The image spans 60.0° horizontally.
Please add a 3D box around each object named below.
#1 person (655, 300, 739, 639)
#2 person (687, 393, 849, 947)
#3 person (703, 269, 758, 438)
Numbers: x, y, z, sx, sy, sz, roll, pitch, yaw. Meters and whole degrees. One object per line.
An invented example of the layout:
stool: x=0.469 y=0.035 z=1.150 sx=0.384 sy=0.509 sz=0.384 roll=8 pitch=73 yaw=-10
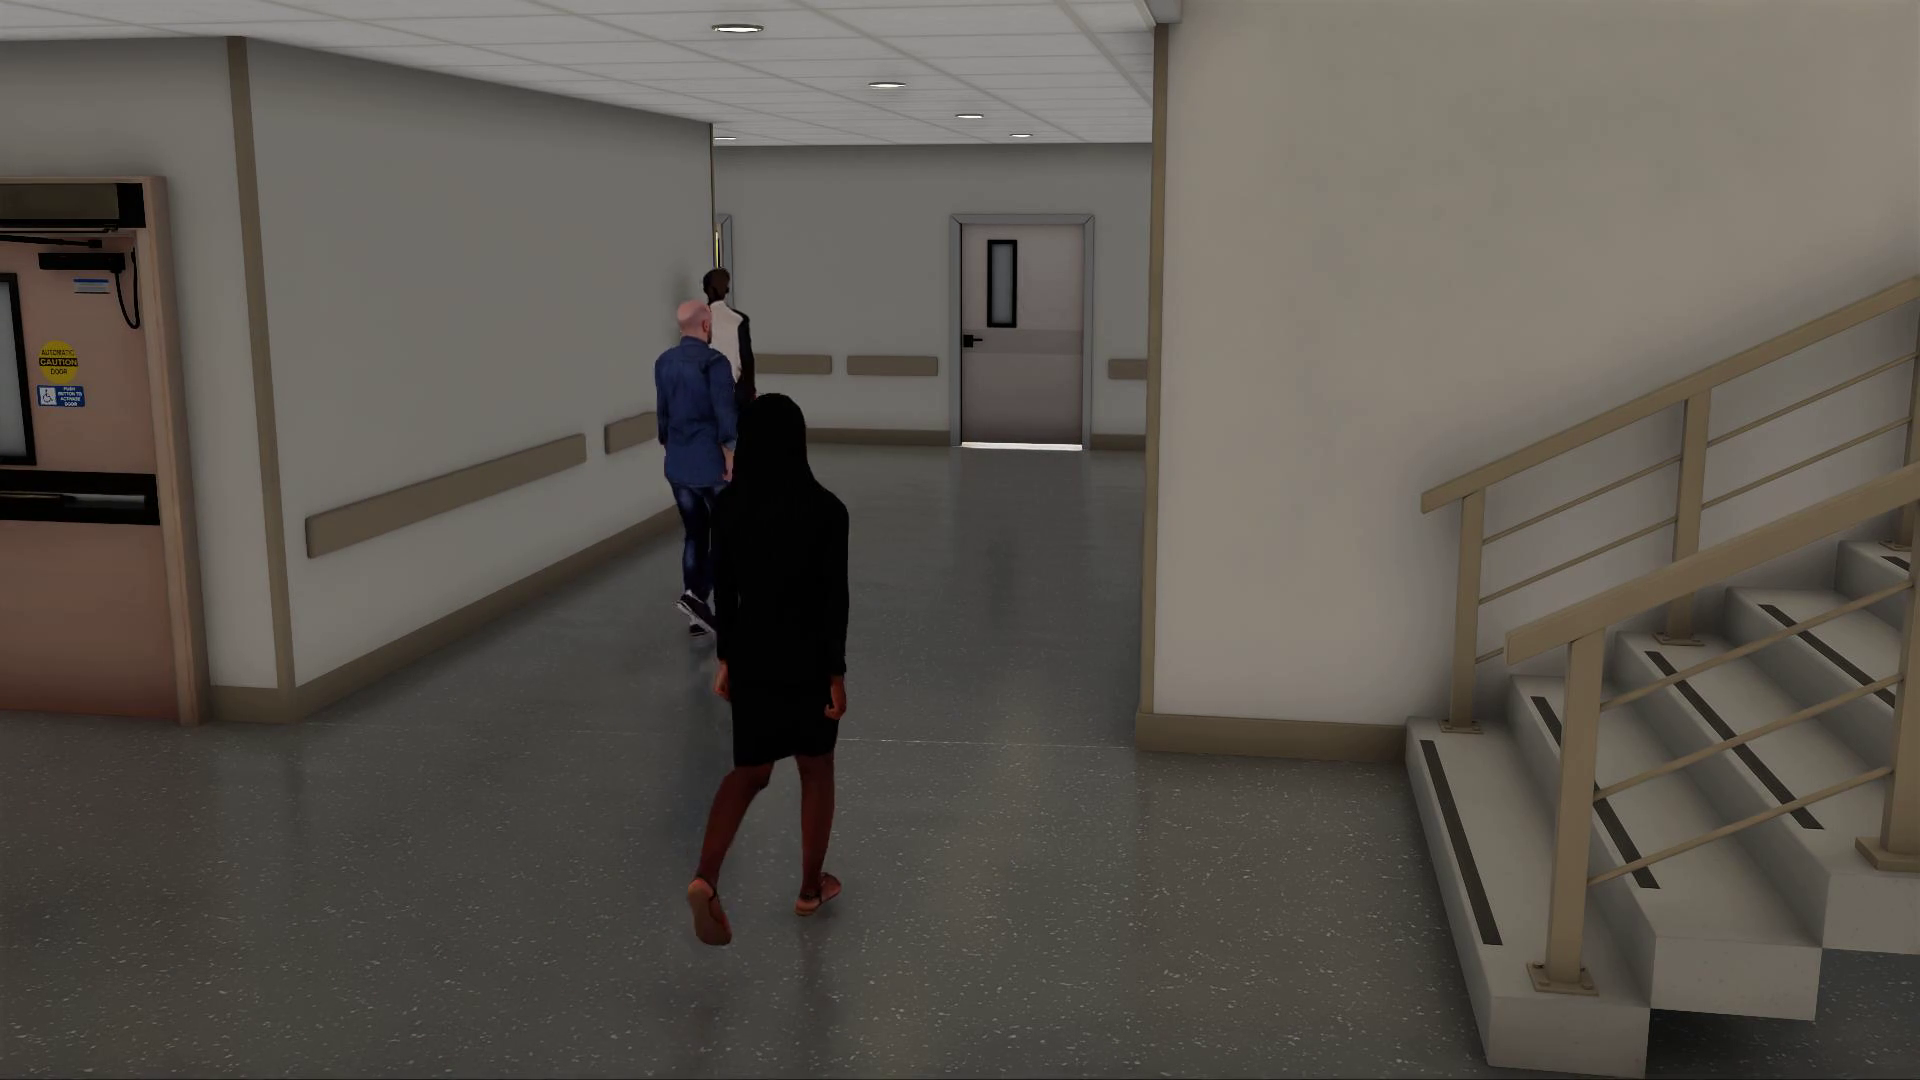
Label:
person: x=-1.408 y=-0.346 z=8.814 sx=0.831 sy=1.813 sz=0.918 roll=7 pitch=13 yaw=33
person: x=-0.579 y=0.422 z=5.068 sx=1.027 sy=1.700 sz=0.789 roll=4 pitch=11 yaw=20
person: x=-1.801 y=-1.075 z=12.469 sx=0.695 sy=1.882 sz=0.781 roll=1 pitch=11 yaw=7
